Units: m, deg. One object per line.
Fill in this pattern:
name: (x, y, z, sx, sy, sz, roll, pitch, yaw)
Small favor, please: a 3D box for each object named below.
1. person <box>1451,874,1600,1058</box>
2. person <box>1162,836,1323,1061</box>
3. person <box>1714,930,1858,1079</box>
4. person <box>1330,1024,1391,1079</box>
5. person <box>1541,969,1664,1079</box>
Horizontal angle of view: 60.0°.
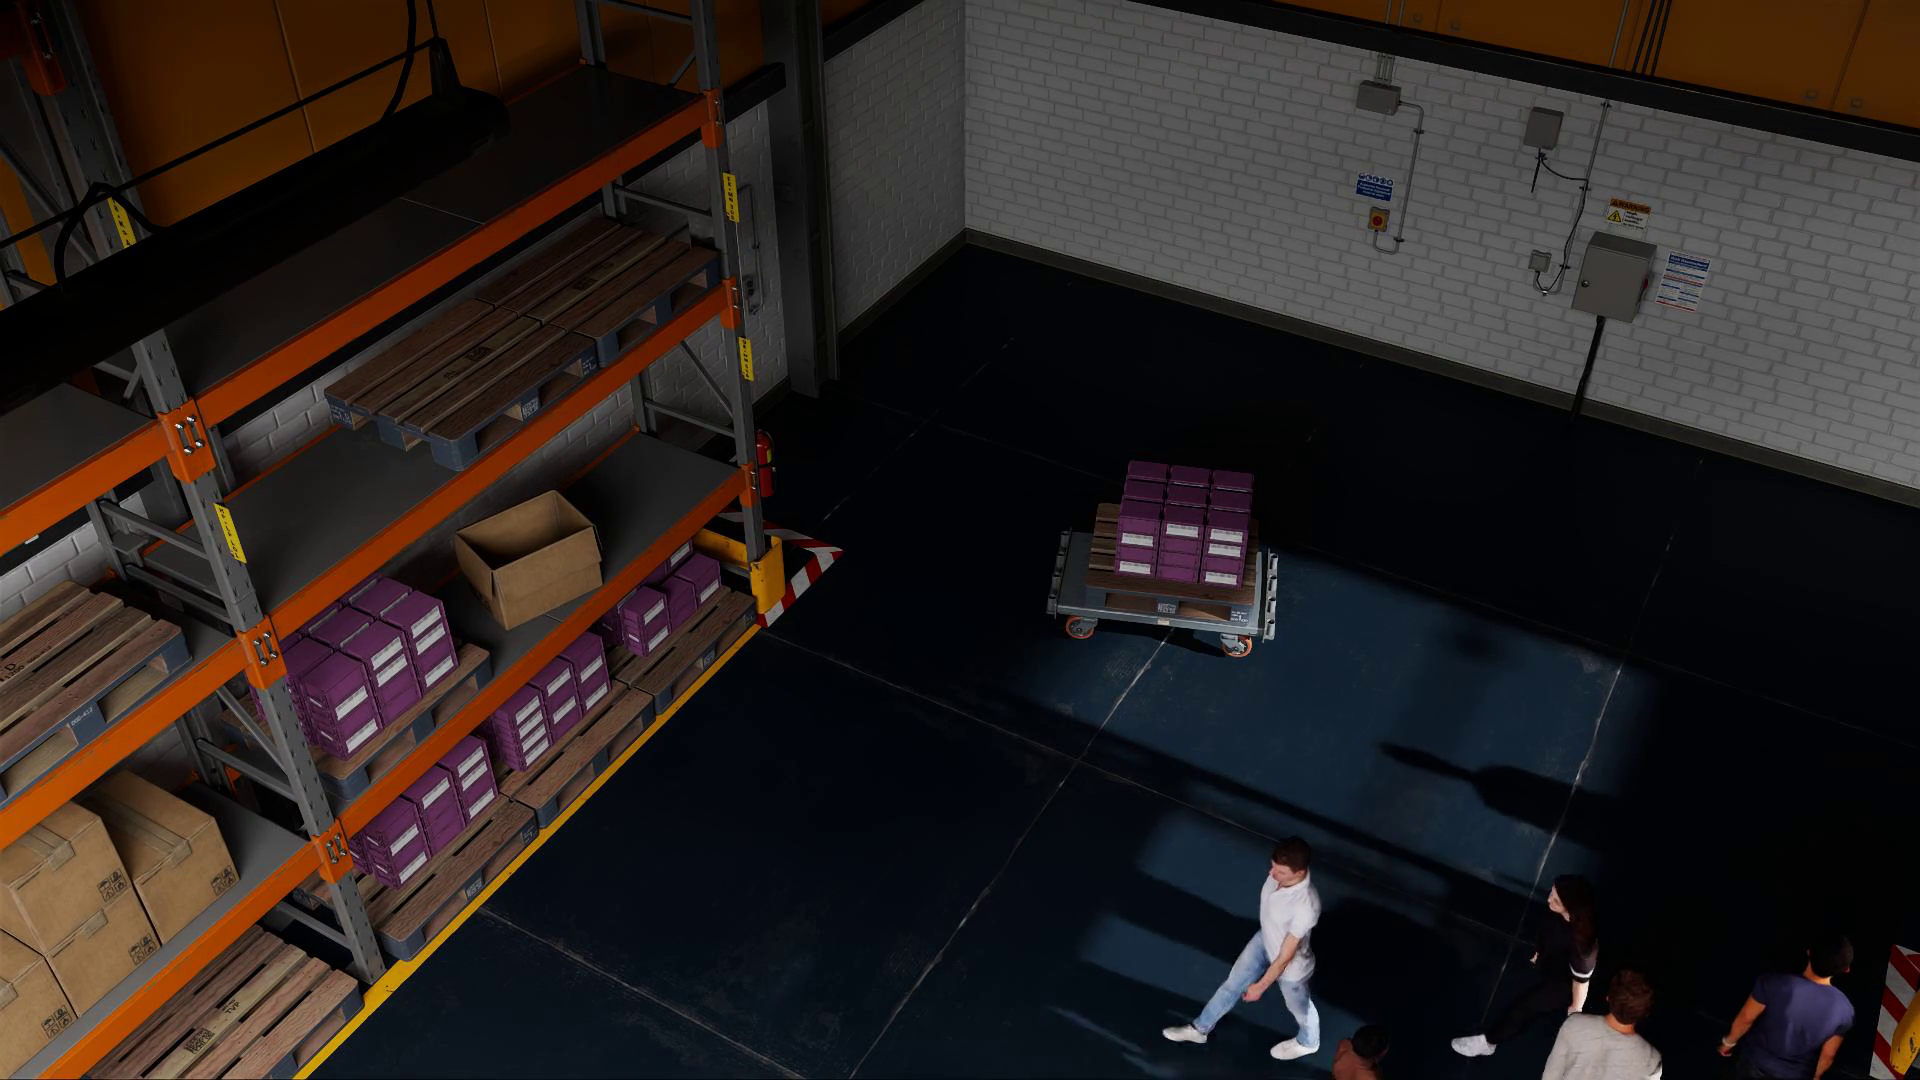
person: (3.330, 2.393, 8.996, 0.925, 1.583, 1.103, 4, 39, 5)
person: (1.847, 2.245, 8.996, 1.159, 1.813, 1.121, -7, 39, -9)
person: (4.143, 2.675, 8.490, 0.665, 1.774, 0.643, 17, 42, 21)
person: (1.940, 2.940, 8.595, 0.957, 1.228, 0.808, -22, 43, -25)
person: (3.031, 2.888, 8.156, 0.823, 1.857, 1.206, 31, 48, 33)
